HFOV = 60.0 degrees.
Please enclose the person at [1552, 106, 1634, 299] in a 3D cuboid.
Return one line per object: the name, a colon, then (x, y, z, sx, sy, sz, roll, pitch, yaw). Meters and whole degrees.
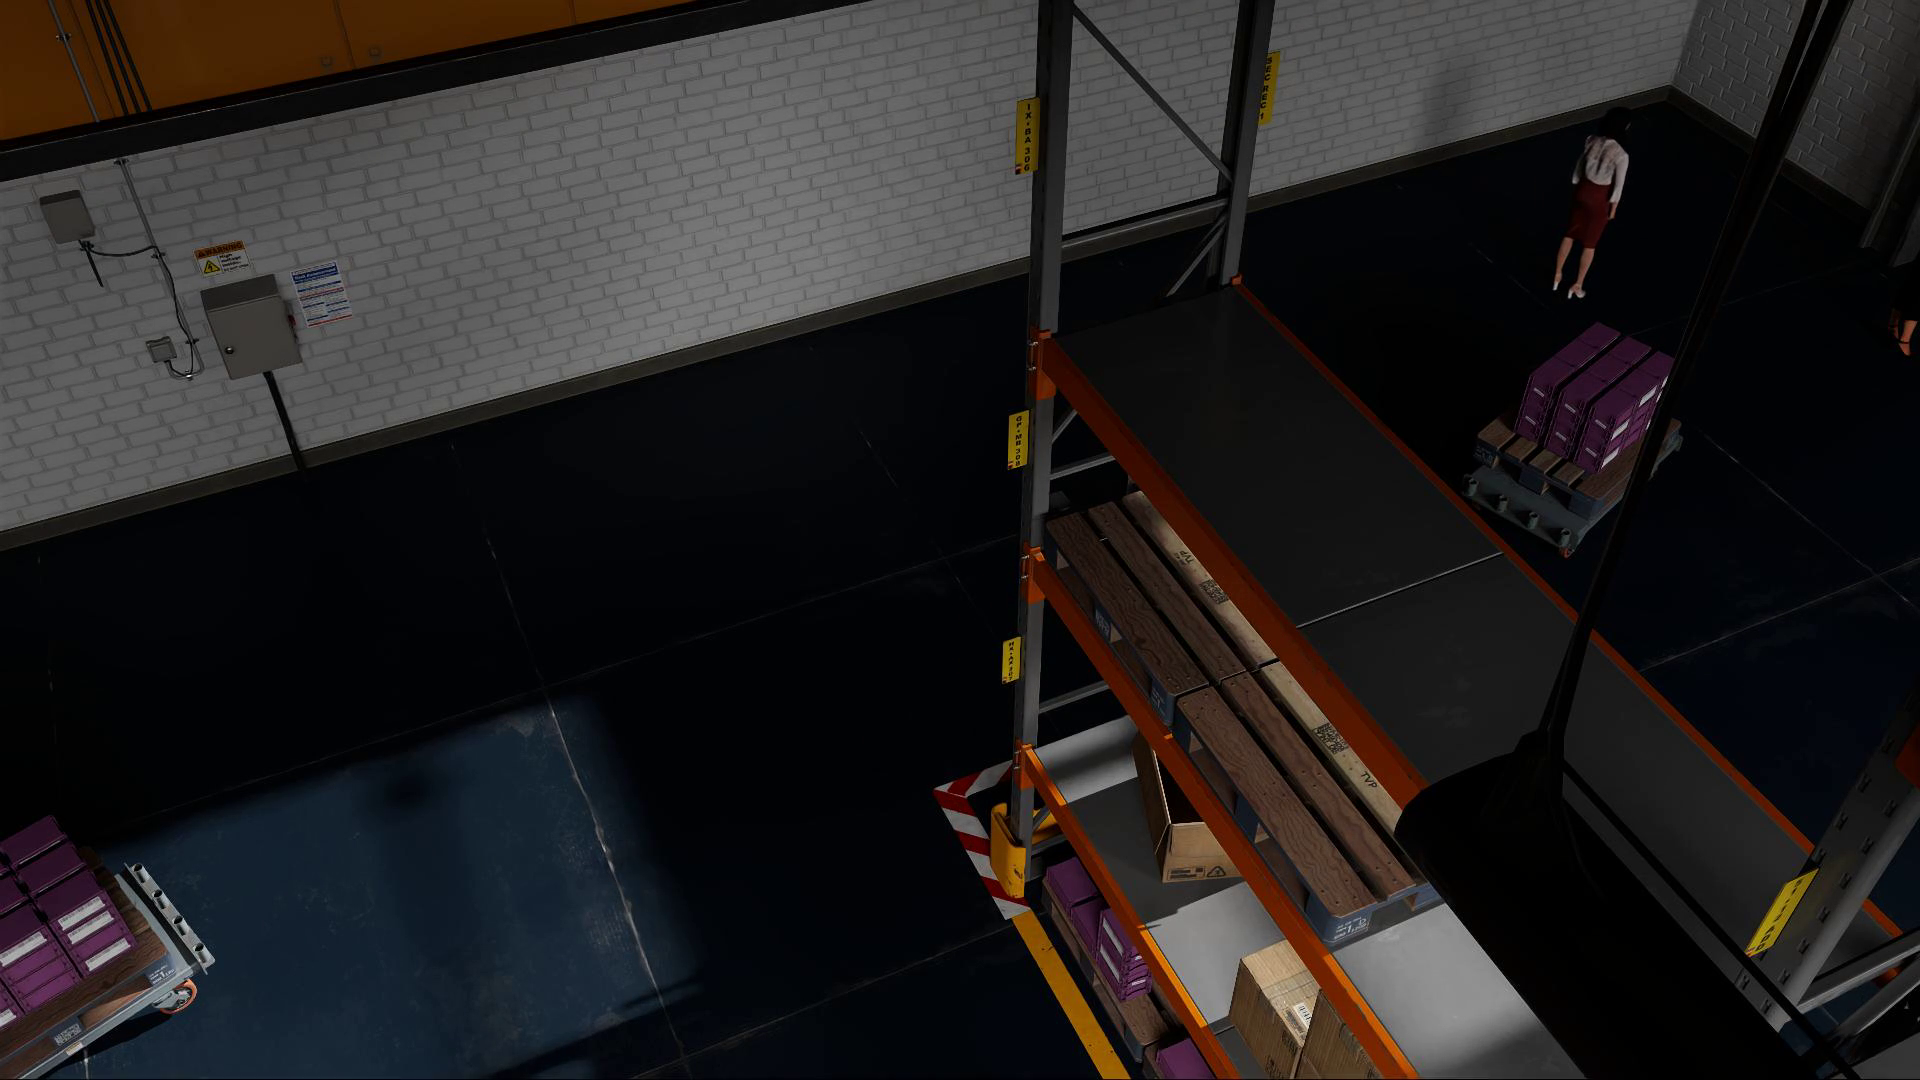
person: (5.281, -2.817, 13.892, 0.698, 1.749, 0.512, -27, 50, -25)
